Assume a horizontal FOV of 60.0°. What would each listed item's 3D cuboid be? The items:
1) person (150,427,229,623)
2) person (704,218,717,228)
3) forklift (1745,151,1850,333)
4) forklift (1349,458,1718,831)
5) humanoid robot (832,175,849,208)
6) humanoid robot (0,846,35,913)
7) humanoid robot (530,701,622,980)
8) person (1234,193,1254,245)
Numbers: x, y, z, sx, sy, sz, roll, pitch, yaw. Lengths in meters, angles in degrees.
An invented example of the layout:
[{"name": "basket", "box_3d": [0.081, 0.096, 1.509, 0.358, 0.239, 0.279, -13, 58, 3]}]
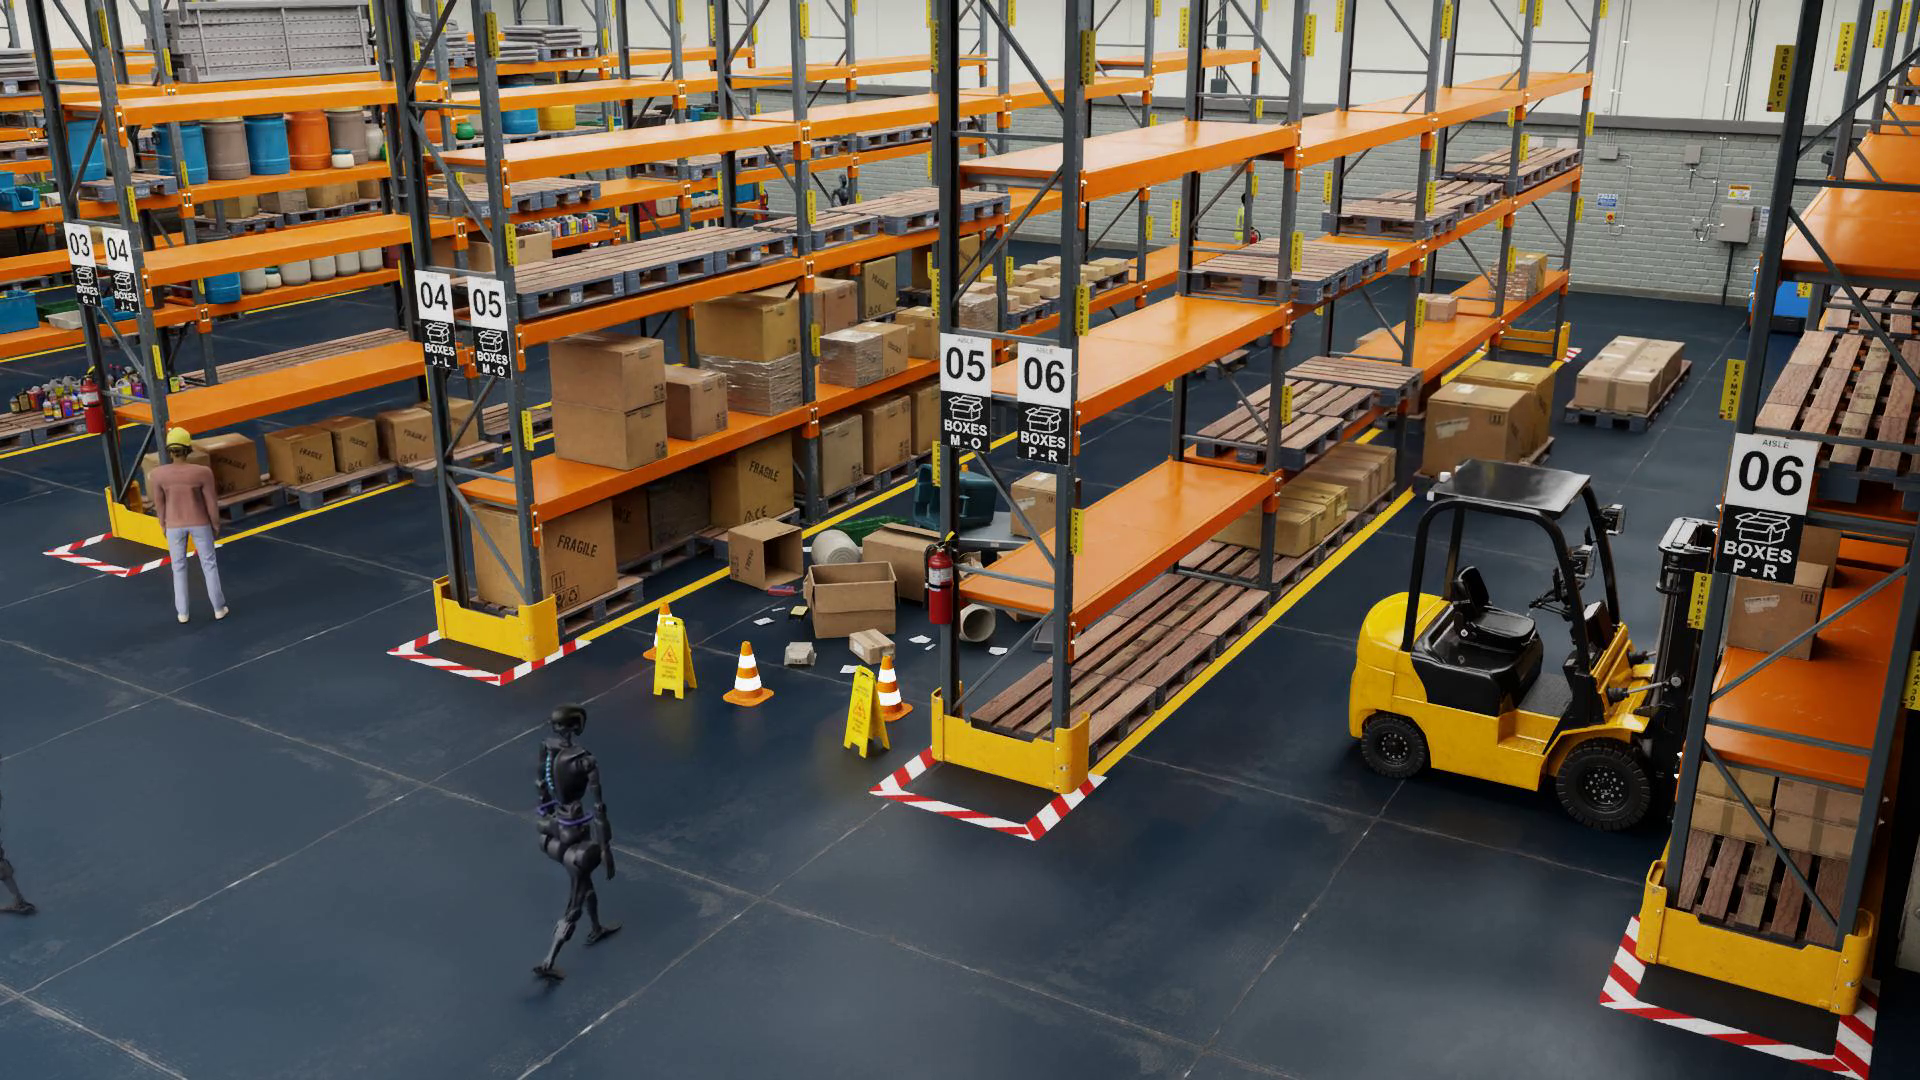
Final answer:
[{"name": "person", "box_3d": [-6.825, -0.135, 14.738, 0.515, 1.759, 0.343, -6, 20, -16]}, {"name": "person", "box_3d": [-5.233, -7.064, 34.869, 0.491, 1.688, 0.347, -6, 20, -18]}, {"name": "forklift", "box_3d": [13.620, -4.667, 26.137, 1.873, 2.768, 1.129, 11, 22, 29]}, {"name": "forklift", "box_3d": [3.988, 0.658, 11.776, 2.313, 2.155, 1.214, 11, 22, 29]}, {"name": "humanoid robot", "box_3d": [-2.301, -6.494, 33.349, 0.584, 1.643, 0.793, -10, 22, -27]}, {"name": "humanoid robot", "box_3d": [-6.126, 1.540, 10.069, 0.774, 1.623, 0.589, 4, 20, 12]}, {"name": "humanoid robot", "box_3d": [-2.278, 1.709, 9.583, 0.609, 1.640, 0.740, 14, 23, 35]}, {"name": "person", "box_3d": [5.179, -5.511, 30.378, 0.319, 1.687, 0.538, -1, 19, -2]}]
